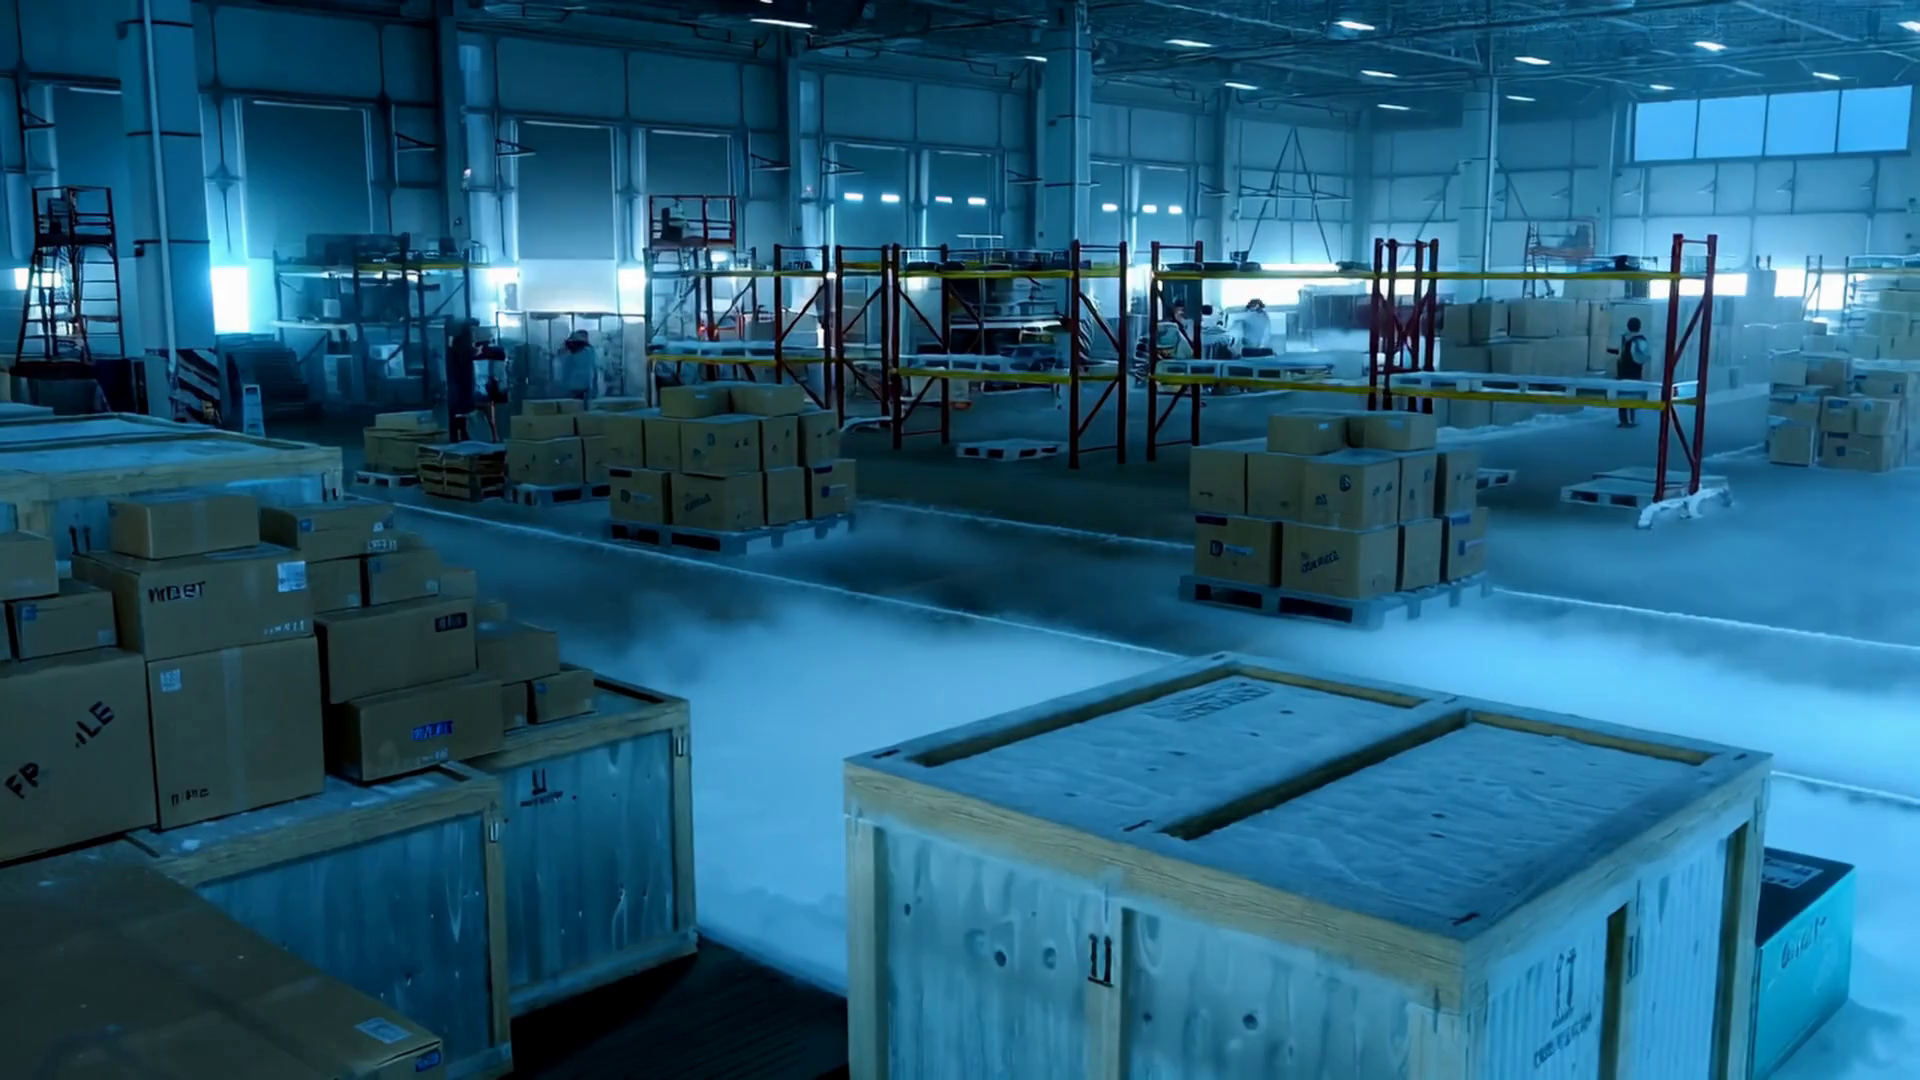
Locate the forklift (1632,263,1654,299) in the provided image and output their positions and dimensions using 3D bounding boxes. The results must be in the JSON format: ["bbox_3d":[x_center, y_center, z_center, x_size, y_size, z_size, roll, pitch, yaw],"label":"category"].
[{"bbox_3d":[18.508,-6.155,45.282,1.873,2.768,1.129,3,10,17],"label":"forklift"}]

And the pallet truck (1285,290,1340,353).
[{"bbox_3d":[11.297,-6.951,52.861,1.885,1.965,0.823,-5,11,-29],"label":"pallet truck"}]

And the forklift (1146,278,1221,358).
[{"bbox_3d":[6.364,-6.425,46.939,1.873,2.768,1.129,9,13,43],"label":"forklift"}]

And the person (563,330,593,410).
[{"bbox_3d":[-5.686,-2.232,24.681,0.454,1.759,0.539,6,11,35],"label":"person"}]

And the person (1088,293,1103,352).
[{"bbox_3d":[4.154,-6.651,51.254,0.546,1.927,0.395,-4,10,-21],"label":"person"}]

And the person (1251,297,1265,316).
[{"bbox_3d":[7.764,-5.329,43.135,0.521,1.922,0.647,0,9,3],"label":"person"}]

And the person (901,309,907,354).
[{"bbox_3d":[-1.314,-5.267,43.687,0.653,1.622,0.527,-4,10,-22],"label":"person"}]

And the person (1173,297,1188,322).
[{"bbox_3d":[6.151,-5.865,46.559,0.356,1.881,0.575,9,13,43],"label":"person"}]

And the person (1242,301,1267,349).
[{"bbox_3d":[6.769,-4.544,38.368,0.635,1.917,0.749,-3,10,-20],"label":"person"}]

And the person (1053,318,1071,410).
[{"bbox_3d":[1.986,-3.317,31.387,0.485,1.736,0.321,0,9,1],"label":"person"}]

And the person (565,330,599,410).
[{"bbox_3d":[-6.004,-2.493,26.457,0.530,1.693,0.321,-2,9,-10],"label":"person"}]

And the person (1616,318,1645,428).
[{"bbox_3d":[11.207,-2.779,27.772,0.343,1.840,0.507,-6,11,-32],"label":"person"}]

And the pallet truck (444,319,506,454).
[{"bbox_3d":[-6.981,-1.942,22.150,1.885,1.965,0.823,1,9,9],"label":"pallet truck"}]
